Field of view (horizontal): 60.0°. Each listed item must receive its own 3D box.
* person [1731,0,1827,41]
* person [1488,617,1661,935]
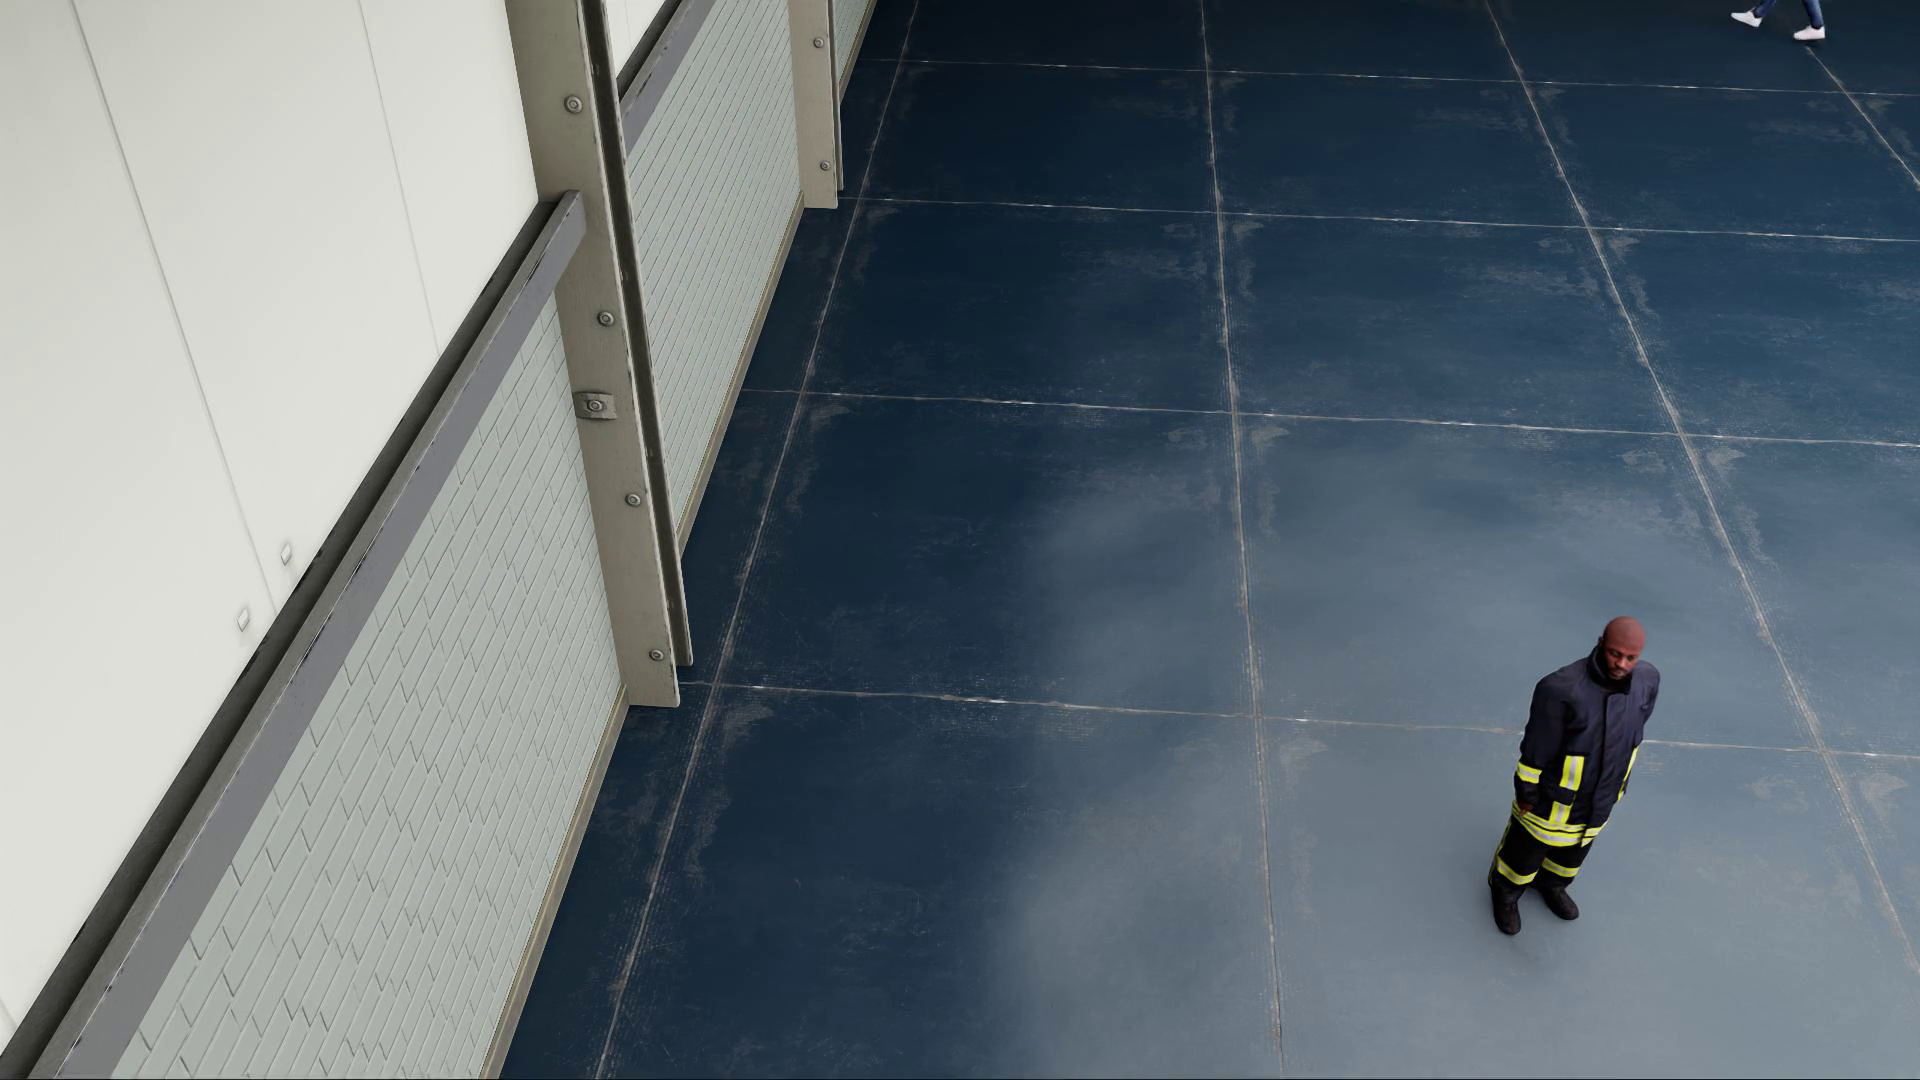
[{"bbox_3d":[8.332,-5.762,16.197,1.202,1.827,1.236,29,46,31],"label":"person"},{"bbox_3d":[2.771,1.037,7.512,0.819,1.820,0.775,-7,39,-9],"label":"person"}]
